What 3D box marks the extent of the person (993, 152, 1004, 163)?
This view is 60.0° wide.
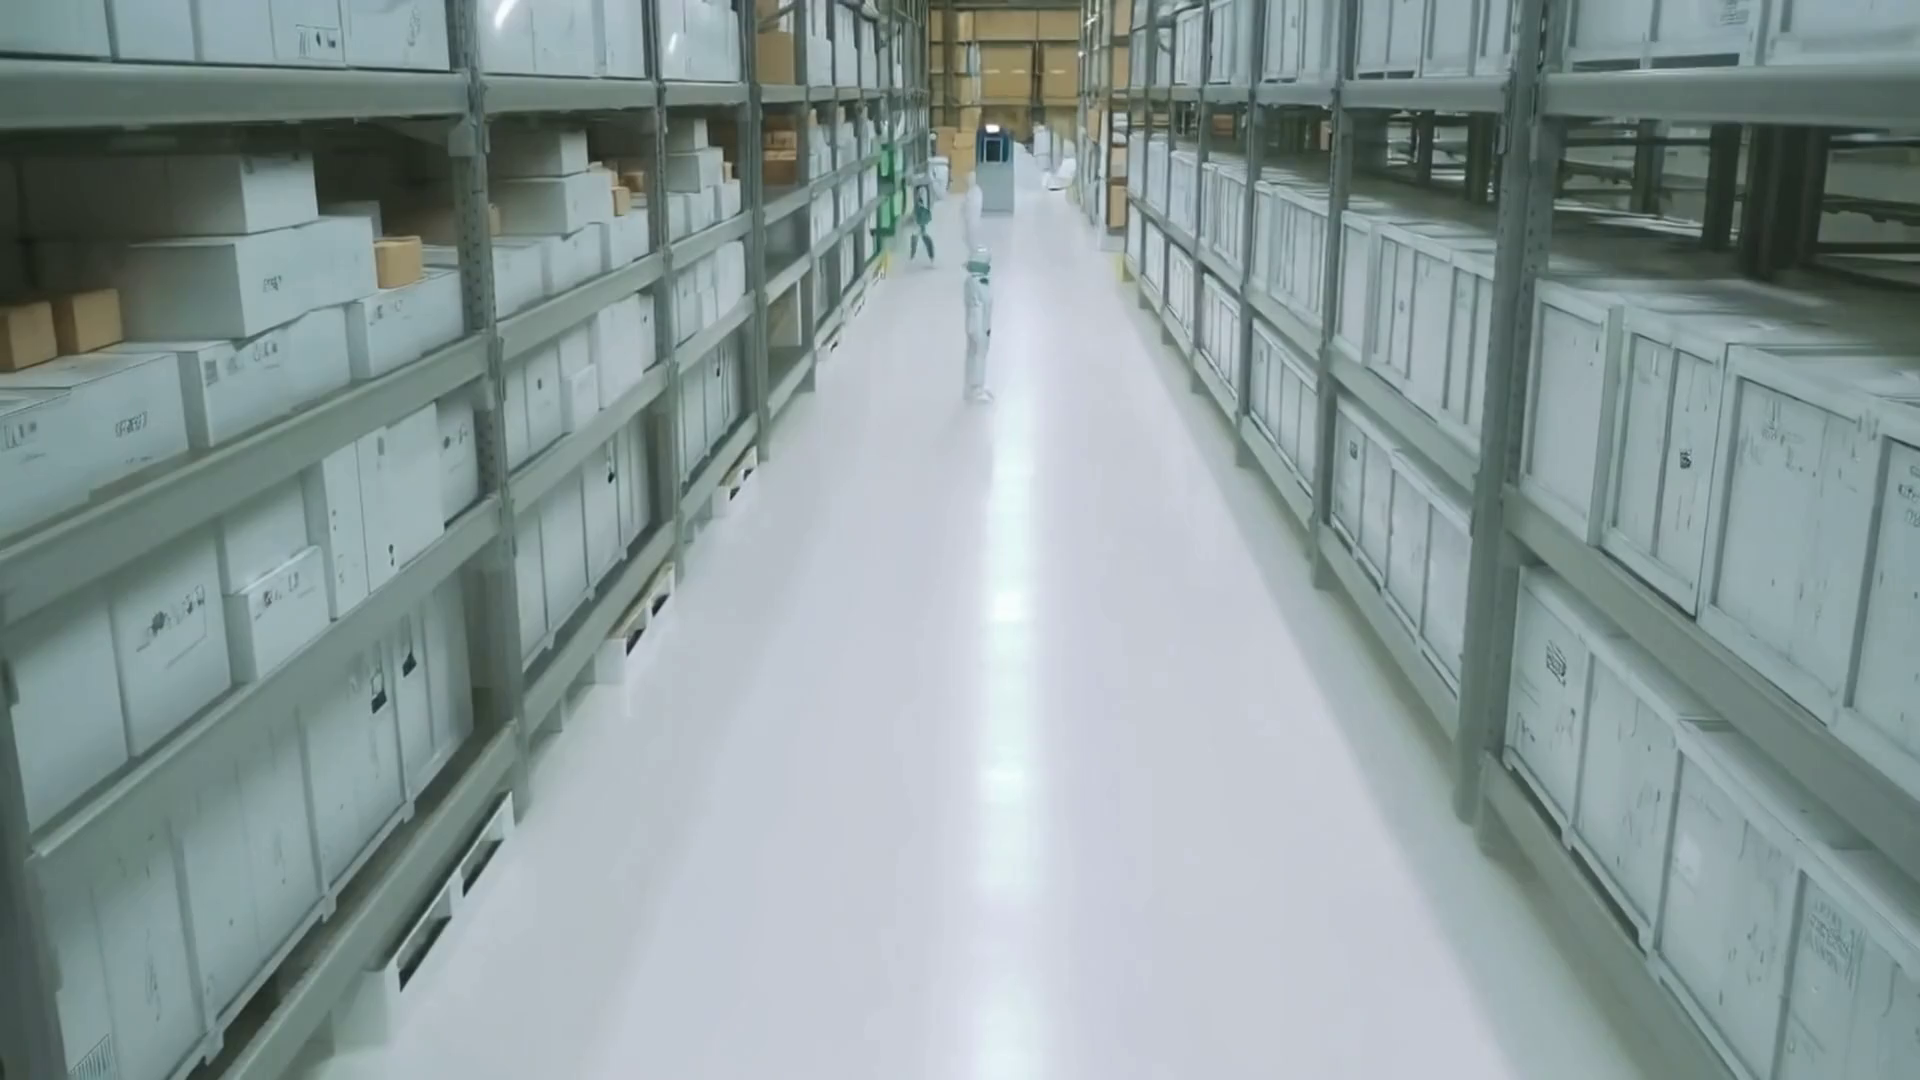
[{"bbox_3d":[1.285,-11.611,53.361,0.541,1.624,0.360,-10,18,-34],"label":"person"}]

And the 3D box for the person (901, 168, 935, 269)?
[{"bbox_3d":[-0.864,-6.457,33.443,0.826,2.010,0.637,3,15,10],"label":"person"}]

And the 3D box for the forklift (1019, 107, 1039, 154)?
[{"bbox_3d":[3.380,-19.688,81.045,1.129,2.768,1.873,-7,17,-24],"label":"forklift"}]

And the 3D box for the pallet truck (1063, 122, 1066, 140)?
[{"bbox_3d":[5.788,-21.111,88.014,1.885,1.965,0.823,5,16,18],"label":"pallet truck"}]

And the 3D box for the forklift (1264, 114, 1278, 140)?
[{"bbox_3d":[11.049,-14.210,60.664,1.129,2.768,1.873,0,15,2],"label":"forklift"}]

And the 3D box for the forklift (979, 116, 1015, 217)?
[{"bbox_3d":[1.017,-10.737,47.742,1.129,2.768,1.873,0,15,1],"label":"forklift"}]

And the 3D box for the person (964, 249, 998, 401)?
[{"bbox_3d":[0.227,-2.481,19.194,0.305,1.738,0.484,-8,17,-29],"label":"person"}]

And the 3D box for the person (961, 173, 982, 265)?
[{"bbox_3d":[0.233,-6.589,34.189,0.445,1.884,0.668,1,15,4],"label":"person"}]

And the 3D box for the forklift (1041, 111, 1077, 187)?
[{"bbox_3d":[3.717,-14.641,62.266,1.873,2.768,1.129,0,15,1],"label":"forklift"}]
